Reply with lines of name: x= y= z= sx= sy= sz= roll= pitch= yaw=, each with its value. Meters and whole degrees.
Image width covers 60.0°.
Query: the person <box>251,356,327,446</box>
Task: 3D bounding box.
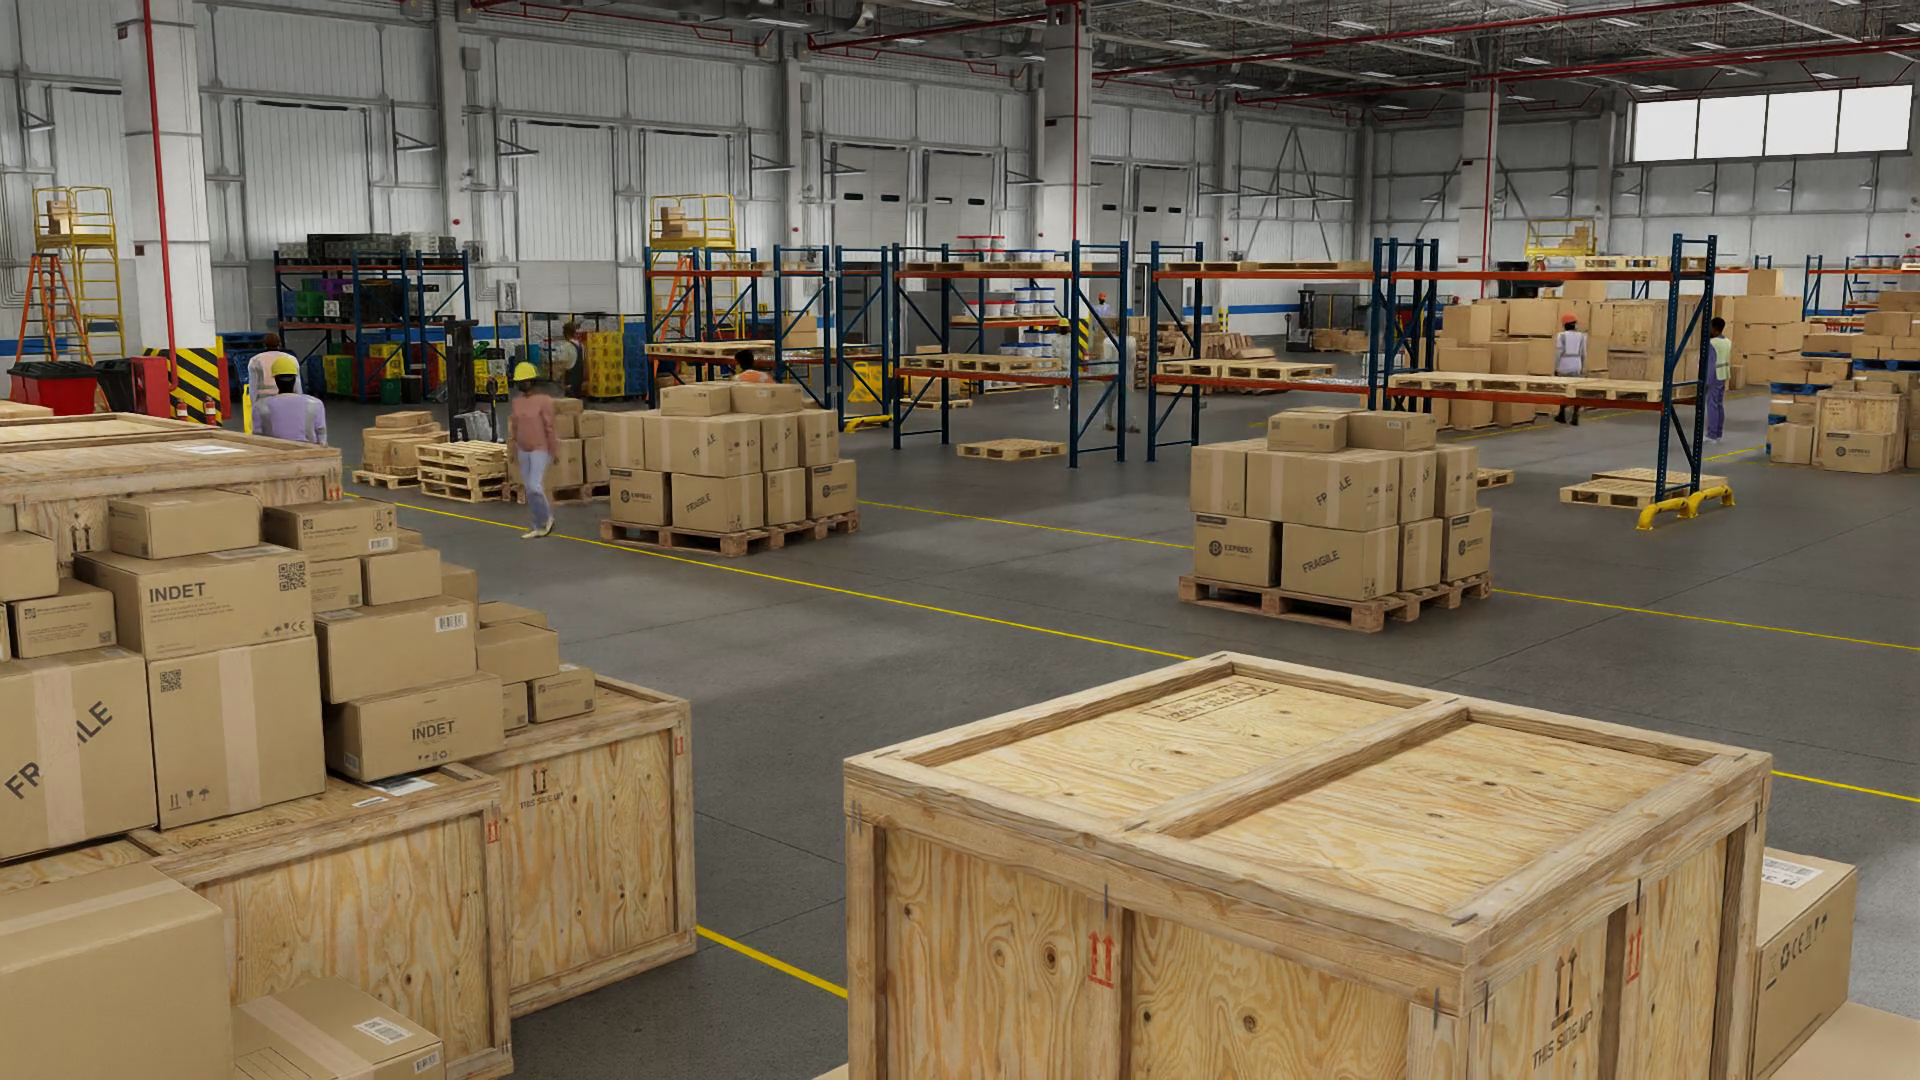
person: x=-5.689 y=-0.598 z=14.165 sx=0.593 sy=1.916 sz=0.398 roll=-3 pitch=10 yaw=-19

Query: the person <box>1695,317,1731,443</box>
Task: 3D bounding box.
person: x=11.570 y=-2.443 z=25.469 sx=0.591 sy=1.919 sz=0.390 roll=-9 pitch=13 yaw=-43

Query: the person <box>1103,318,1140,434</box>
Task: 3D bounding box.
person: x=2.601 y=-2.672 z=27.006 sx=0.645 sy=1.886 sz=1.046 roll=-4 pitch=10 yaw=-22

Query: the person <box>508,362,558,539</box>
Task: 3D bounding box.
person: x=-4.207 y=-0.867 z=16.299 sx=0.552 sy=1.749 sz=0.391 roll=5 pitch=11 yaw=29

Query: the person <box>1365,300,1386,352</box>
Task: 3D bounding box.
person: x=11.293 y=-5.620 z=44.933 sx=0.483 sy=1.919 sz=0.662 roll=-8 pitch=12 yaw=-42

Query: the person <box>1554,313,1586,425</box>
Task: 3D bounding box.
person: x=10.413 y=-2.918 z=28.416 sx=0.608 sy=1.895 sz=0.791 roll=0 pitch=9 yaw=1

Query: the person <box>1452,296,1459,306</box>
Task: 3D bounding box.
person: x=15.057 y=-6.468 z=50.394 sx=0.568 sy=1.848 sz=0.964 roll=-3 pitch=10 yaw=-16

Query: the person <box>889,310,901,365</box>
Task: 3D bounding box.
person: x=-1.701 y=-5.247 z=43.538 sx=0.314 sy=1.634 sz=0.516 roll=3 pitch=10 yaw=19

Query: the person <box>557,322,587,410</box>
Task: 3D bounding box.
person: x=-6.016 y=-2.479 z=25.988 sx=0.482 sy=1.829 sz=0.533 roll=3 pitch=10 yaw=17

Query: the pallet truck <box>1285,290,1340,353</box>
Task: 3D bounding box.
pallet truck: x=11.297 y=-6.951 z=52.861 sx=1.885 sy=1.965 sz=0.823 roll=-5 pitch=11 yaw=-29

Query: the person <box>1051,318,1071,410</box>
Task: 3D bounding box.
person: x=1.957 y=-3.330 z=31.454 sx=0.484 sy=1.738 sz=0.320 roll=2 pitch=9 yaw=11

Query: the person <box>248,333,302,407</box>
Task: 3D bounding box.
person: x=-8.784 y=-1.736 z=21.373 sx=0.633 sy=1.840 sz=0.429 roll=-4 pitch=10 yaw=-23

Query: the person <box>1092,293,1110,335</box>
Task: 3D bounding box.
person: x=4.348 y=-6.638 z=51.162 sx=0.543 sy=1.929 sz=0.387 roll=-1 pitch=9 yaw=-8

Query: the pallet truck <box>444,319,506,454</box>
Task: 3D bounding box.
pallet truck: x=-6.981 y=-1.942 z=22.150 sx=1.885 sy=1.965 sz=0.823 roll=1 pitch=9 yaw=9

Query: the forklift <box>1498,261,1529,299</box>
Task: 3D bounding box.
forklift: x=12.609 y=-4.985 z=38.106 sx=1.873 sy=2.768 sz=1.129 roll=9 pitch=13 yaw=43

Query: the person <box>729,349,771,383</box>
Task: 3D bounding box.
person: x=-2.580 y=-1.532 z=20.629 sx=0.575 sy=1.662 sz=0.403 roll=-2 pitch=9 yaw=-11
